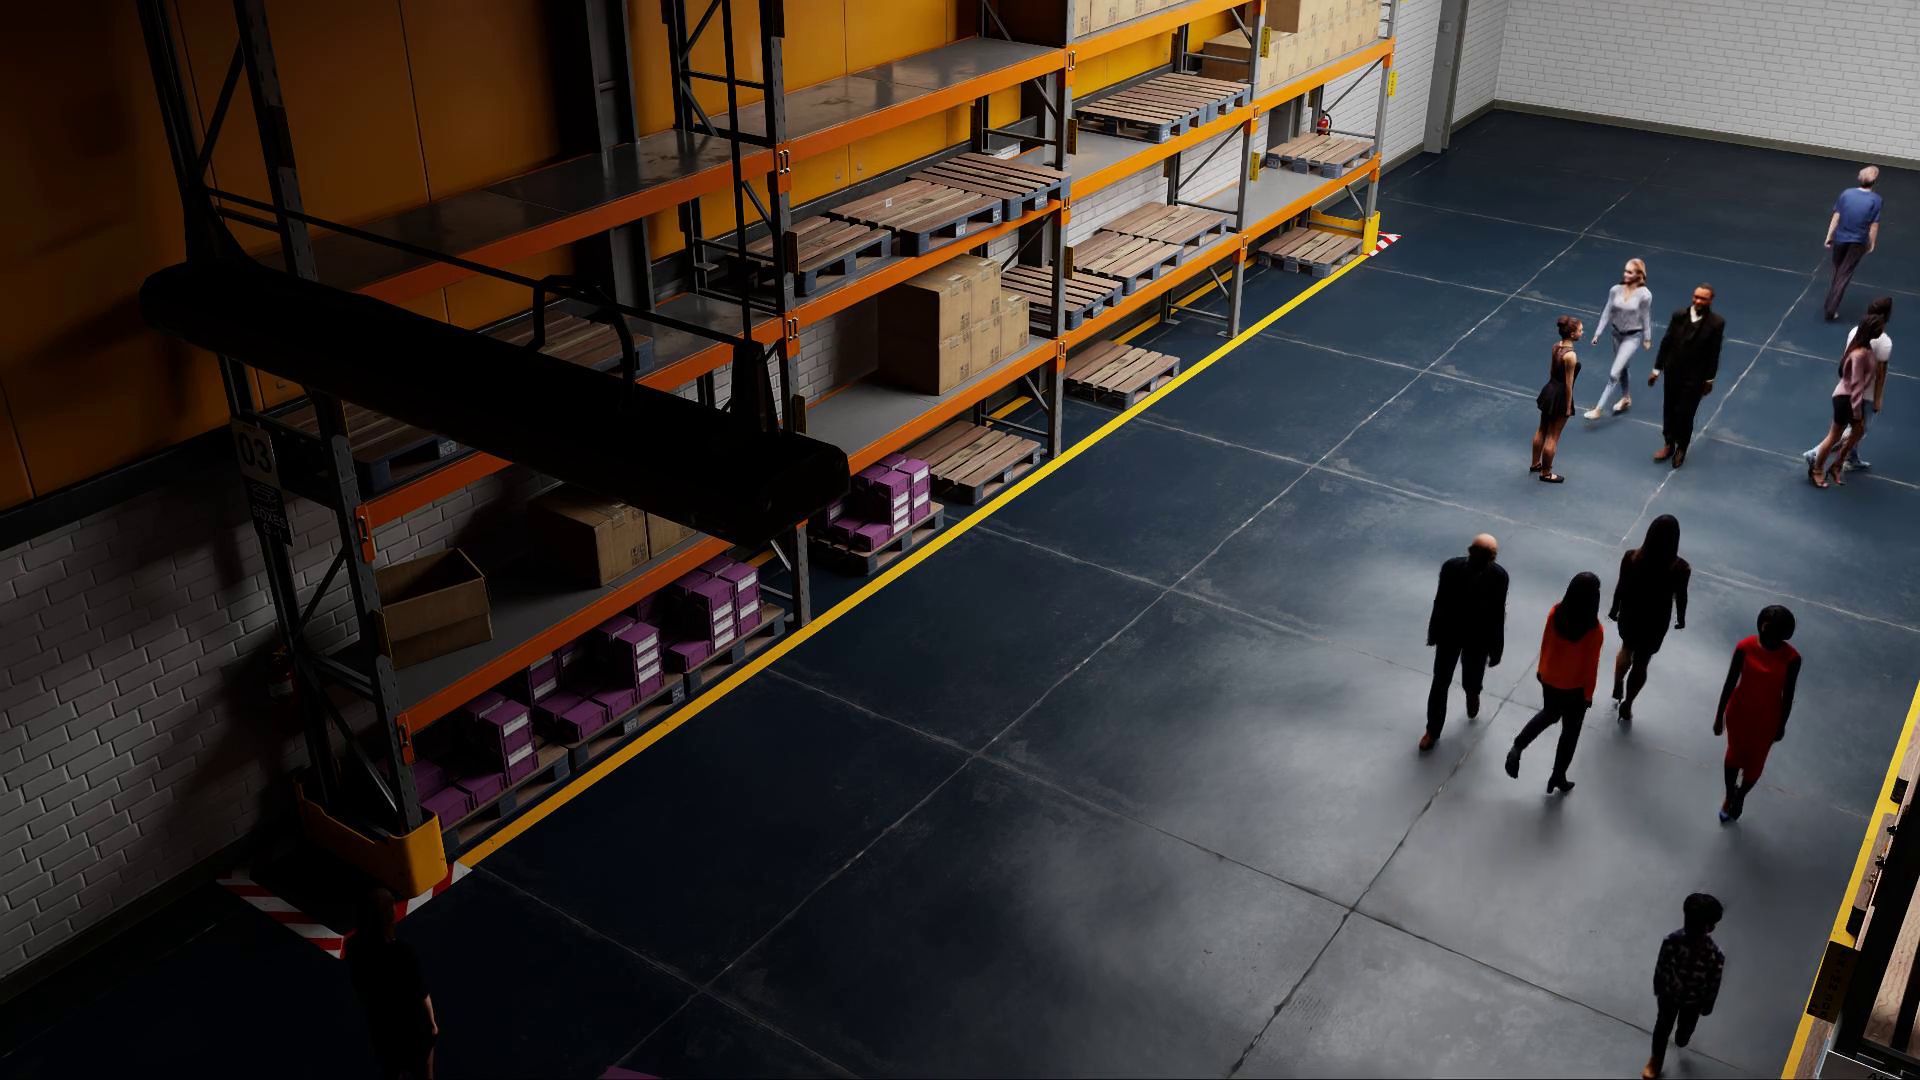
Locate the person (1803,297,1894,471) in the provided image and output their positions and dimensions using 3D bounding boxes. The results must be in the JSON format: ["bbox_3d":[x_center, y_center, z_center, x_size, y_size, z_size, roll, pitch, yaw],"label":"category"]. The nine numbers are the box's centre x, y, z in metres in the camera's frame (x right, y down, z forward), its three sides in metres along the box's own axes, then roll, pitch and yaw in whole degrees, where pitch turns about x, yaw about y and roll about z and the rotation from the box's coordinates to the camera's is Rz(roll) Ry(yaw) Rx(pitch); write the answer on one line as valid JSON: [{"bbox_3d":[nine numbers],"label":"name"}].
[{"bbox_3d":[8.703,-1.450,16.132,1.137,1.841,1.117,-3,29,-6],"label":"person"}]

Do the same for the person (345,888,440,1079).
[{"bbox_3d":[-3.007,2.574,8.898,0.644,1.704,0.602,8,30,15],"label":"person"}]

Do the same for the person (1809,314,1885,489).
[{"bbox_3d":[8.408,-1.322,15.940,0.698,1.801,0.543,21,35,33],"label":"person"}]

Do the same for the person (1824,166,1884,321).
[{"bbox_3d":[10.636,-3.525,19.940,1.041,1.838,0.789,-25,38,-38],"label":"person"}]

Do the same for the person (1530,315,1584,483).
[{"bbox_3d":[5.819,-1.390,16.198,0.740,1.673,0.670,-2,29,-4],"label":"person"}]

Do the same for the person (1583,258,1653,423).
[{"bbox_3d":[7.016,-2.101,17.429,1.243,1.742,0.905,-19,34,-31],"label":"person"}]

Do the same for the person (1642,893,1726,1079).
[{"bbox_3d":[4.146,2.522,9.478,0.501,1.241,0.720,18,33,29],"label":"person"}]

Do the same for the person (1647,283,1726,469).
[{"bbox_3d":[7.233,-1.675,16.493,0.749,1.892,0.778,-23,36,-36],"label":"person"}]

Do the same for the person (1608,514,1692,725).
[{"bbox_3d":[5.096,0.639,12.448,0.660,1.702,0.643,20,34,32],"label":"person"}]

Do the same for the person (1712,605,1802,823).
[{"bbox_3d":[5.460,1.179,11.427,0.593,1.732,0.602,16,33,27],"label":"person"}]

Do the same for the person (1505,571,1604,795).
[{"bbox_3d":[4.184,1.028,11.704,0.954,1.731,0.857,-10,30,-17],"label":"person"}]

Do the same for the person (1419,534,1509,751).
[{"bbox_3d":[3.747,0.691,12.277,0.815,1.775,1.007,14,32,24],"label":"person"}]
